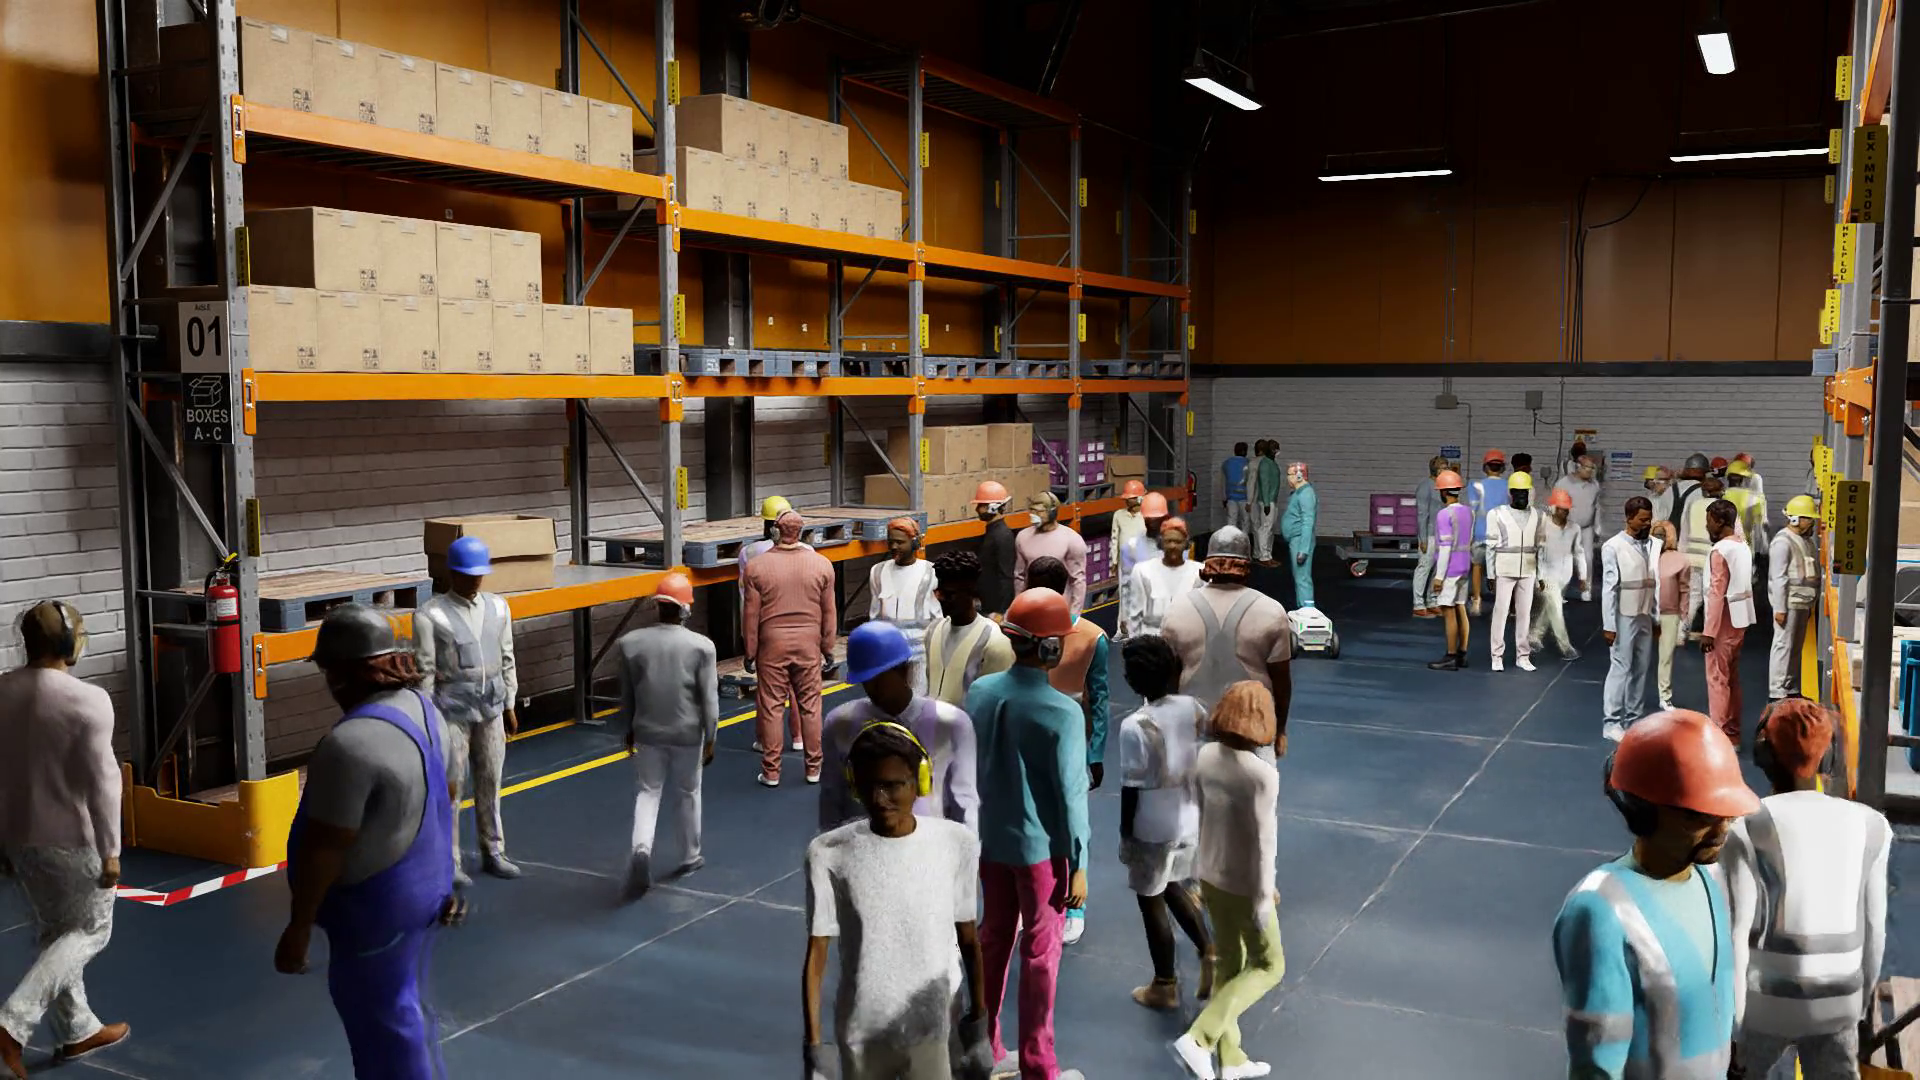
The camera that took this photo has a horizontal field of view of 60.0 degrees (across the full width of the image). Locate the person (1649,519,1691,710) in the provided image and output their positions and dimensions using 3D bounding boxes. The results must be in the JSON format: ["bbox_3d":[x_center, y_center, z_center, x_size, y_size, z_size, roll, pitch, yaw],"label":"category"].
[{"bbox_3d":[5.871,0.637,13.987,0.499,1.632,0.285,1,5,13],"label":"person"}]

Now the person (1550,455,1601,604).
[{"bbox_3d":[7.775,-0.135,20.992,0.703,1.891,0.405,-1,5,-9],"label":"person"}]

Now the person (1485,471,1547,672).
[{"bbox_3d":[5.349,0.304,15.998,0.586,1.930,0.356,0,5,-3],"label":"person"}]

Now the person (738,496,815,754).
[{"bbox_3d":[-1.362,0.634,12.441,0.594,1.929,0.357,-1,5,-13],"label":"person"}]

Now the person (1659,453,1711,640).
[{"bbox_3d":[7.968,0.058,18.049,0.538,2.000,0.719,-2,6,-24],"label":"person"}]

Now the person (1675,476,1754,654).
[{"bbox_3d":[7.694,0.269,17.019,0.485,1.828,0.778,-3,6,-27],"label":"person"}]

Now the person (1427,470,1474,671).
[{"bbox_3d":[4.722,0.297,16.047,0.376,1.934,0.547,5,7,44],"label":"person"}]

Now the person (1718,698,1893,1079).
[{"bbox_3d":[2.480,1.382,4.973,0.602,1.829,0.997,-1,5,-7],"label":"person"}]

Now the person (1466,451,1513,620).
[{"bbox_3d":[6.261,-0.052,19.617,0.631,1.975,0.964,1,5,7],"label":"person"}]

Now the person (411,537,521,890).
[{"bbox_3d":[-2.709,0.941,9.149,0.420,1.933,0.616,5,7,41],"label":"person"}]

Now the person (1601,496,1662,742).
[{"bbox_3d":[5.175,0.609,12.850,0.598,1.908,0.402,-3,6,-31],"label":"person"}]

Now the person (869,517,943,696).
[{"bbox_3d":[-0.362,0.781,11.159,0.565,1.879,0.358,3,6,26],"label":"person"}]

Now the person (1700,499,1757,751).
[{"bbox_3d":[5.715,0.650,12.431,0.414,1.907,0.595,4,7,40],"label":"person"}]

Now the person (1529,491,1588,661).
[{"bbox_3d":[6.019,0.347,16.757,0.582,1.694,0.948,-2,6,-17],"label":"person"}]

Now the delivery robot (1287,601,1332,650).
[{"bbox_3d":[3.535,0.859,16.839,0.477,0.478,0.707,0,5,1],"label":"delivery robot"}]

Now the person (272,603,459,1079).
[{"bbox_3d":[-2.063,1.206,5.699,0.663,2.000,0.699,0,5,2],"label":"person"}]

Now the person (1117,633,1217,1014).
[{"bbox_3d":[0.899,1.239,7.204,0.402,1.680,0.551,5,7,44],"label":"person"}]

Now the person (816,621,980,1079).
[{"bbox_3d":[-0.240,1.235,6.189,0.622,1.895,0.711,0,5,4],"label":"person"}]

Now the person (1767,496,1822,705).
[{"bbox_3d":[7.106,0.529,14.159,0.590,1.823,0.403,-5,7,-42],"label":"person"}]

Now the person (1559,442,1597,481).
[{"bbox_3d":[9.545,-0.581,25.751,0.573,1.886,0.353,2,6,21],"label":"person"}]

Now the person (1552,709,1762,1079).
[{"bbox_3d":[1.590,1.384,3.781,0.614,2.040,0.390,-5,7,-43],"label":"person"}]

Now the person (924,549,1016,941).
[{"bbox_3d":[0.024,1.015,8.220,0.382,1.957,0.602,-5,7,-41],"label":"person"}]

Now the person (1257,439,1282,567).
[{"bbox_3d":[4.698,-0.557,25.212,0.363,1.939,0.636,2,6,20],"label":"person"}]

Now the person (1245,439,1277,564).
[{"bbox_3d":[4.660,-0.594,25.697,0.630,1.934,0.364,-4,7,-39],"label":"person"}]

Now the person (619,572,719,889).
[{"bbox_3d":[-1.605,1.039,9.145,0.575,1.729,0.670,0,5,3],"label":"person"}]

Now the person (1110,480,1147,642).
[{"bbox_3d":[1.853,0.233,17.722,0.562,1.746,0.339,3,6,30],"label":"person"}]

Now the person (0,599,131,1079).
[{"bbox_3d":[-3.612,1.191,6.550,0.632,1.919,0.708,2,6,18],"label":"person"}]

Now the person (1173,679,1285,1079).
[{"bbox_3d":[1.035,1.345,6.455,0.427,1.620,0.501,-3,6,-26],"label":"person"}]

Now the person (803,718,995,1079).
[{"bbox_3d":[-0.156,1.416,4.539,0.543,1.836,0.711,-1,5,-7],"label":"person"}]

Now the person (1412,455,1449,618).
[{"bbox_3d":[5.610,-0.036,19.696,0.625,1.932,0.368,-5,7,-44],"label":"person"}]

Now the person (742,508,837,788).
[{"bbox_3d":[-1.174,0.738,11.418,0.651,1.912,0.409,-1,5,-15],"label":"person"}]

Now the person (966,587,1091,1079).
[{"bbox_3d":[0.270,1.171,6.404,0.395,1.989,0.619,-5,7,-41],"label":"person"}]

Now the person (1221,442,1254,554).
[{"bbox_3d":[4.570,-0.684,27.111,0.634,1.839,0.429,4,7,39],"label":"person"}]

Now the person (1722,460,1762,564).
[{"bbox_3d":[8.722,0.054,18.794,0.607,1.907,0.545,3,6,26],"label":"person"}]

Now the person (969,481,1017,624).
[{"bbox_3d":[0.269,0.525,13.275,0.396,1.992,0.623,-1,5,-6],"label":"person"}]

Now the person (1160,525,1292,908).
[{"bbox_3d":[1.411,0.923,8.743,0.679,2.000,0.537,2,6,19],"label":"person"}]

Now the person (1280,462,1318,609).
[{"bbox_3d":[3.780,0.076,18.592,0.402,1.904,0.652,1,5,7],"label":"person"}]

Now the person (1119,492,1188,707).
[{"bbox_3d":[1.560,0.556,13.353,0.551,1.916,0.665,1,5,11],"label":"person"}]

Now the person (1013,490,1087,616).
[{"bbox_3d":[0.692,0.577,13.026,0.629,1.936,0.372,4,6,34],"label":"person"}]

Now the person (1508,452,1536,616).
[{"bbox_3d":[6.649,-0.068,19.852,0.368,1.959,0.599,-2,6,-22],"label":"person"}]

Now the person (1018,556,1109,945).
[{"bbox_3d":[0.448,1.028,8.273,0.598,1.916,0.375,3,6,26],"label":"person"}]

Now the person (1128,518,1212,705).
[{"bbox_3d":[1.423,0.792,11.152,0.611,1.848,0.896,1,5,8],"label":"person"}]

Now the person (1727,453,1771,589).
[{"bbox_3d":[10.613,-0.248,22.402,0.454,1.840,0.637,-1,5,-9],"label":"person"}]
